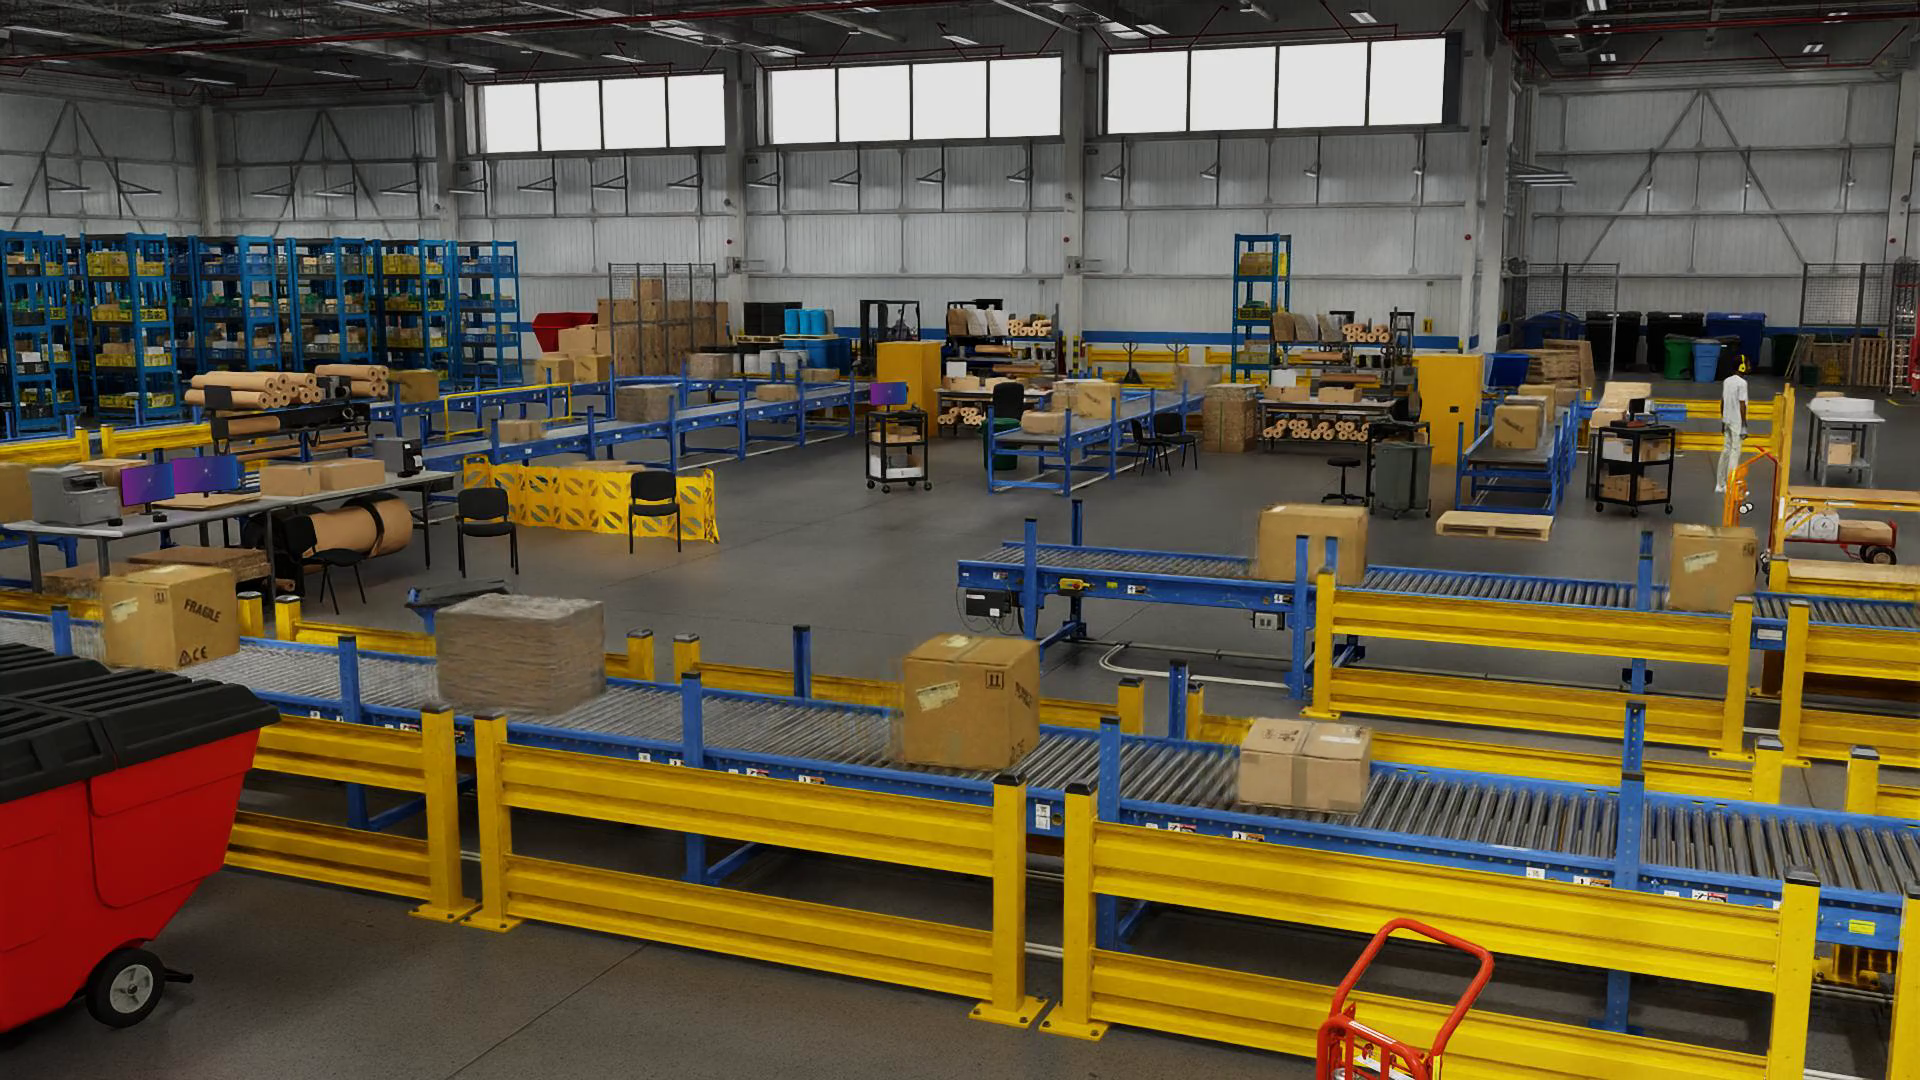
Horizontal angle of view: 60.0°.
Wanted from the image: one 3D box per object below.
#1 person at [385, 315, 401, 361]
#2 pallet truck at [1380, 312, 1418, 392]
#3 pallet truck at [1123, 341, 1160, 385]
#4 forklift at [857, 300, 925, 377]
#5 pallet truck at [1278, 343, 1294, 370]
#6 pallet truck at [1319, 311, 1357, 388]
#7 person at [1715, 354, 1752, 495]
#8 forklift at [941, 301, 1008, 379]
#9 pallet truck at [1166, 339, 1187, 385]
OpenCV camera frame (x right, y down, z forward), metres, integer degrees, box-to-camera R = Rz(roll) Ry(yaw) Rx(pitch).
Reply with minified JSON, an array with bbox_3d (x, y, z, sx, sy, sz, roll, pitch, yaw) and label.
[{"bbox_3d":[-16.263,-5.837,47.790,0.612,1.994,0.395,6,11,31],"label":"person"},{"bbox_3d":[10.207,-4.283,38.369,0.823,1.965,1.885,3,10,20],"label":"pallet truck"},{"bbox_3d":[4.445,-4.380,41.279,0.680,1.201,1.601,4,10,22],"label":"pallet truck"},{"bbox_3d":[-1.732,-5.109,42.468,1.157,1.987,2.680,4,10,22],"label":"forklift"},{"bbox_3d":[7.886,-4.163,39.743,0.653,1.274,1.630,4,10,22],"label":"pallet truck"},{"bbox_3d":[9.071,-4.419,39.190,0.823,1.965,1.885,5,10,26],"label":"pallet truck"},{"bbox_3d":[10.297,-1.530,22.086,0.310,1.864,0.533,-1,9,-6],"label":"person"},{"bbox_3d":[0.365,-4.966,41.571,1.157,1.987,2.680,3,10,20],"label":"forklift"},{"bbox_3d":[5.418,-4.269,40.420,0.704,1.261,1.522,3,10,20],"label":"pallet truck"}]
